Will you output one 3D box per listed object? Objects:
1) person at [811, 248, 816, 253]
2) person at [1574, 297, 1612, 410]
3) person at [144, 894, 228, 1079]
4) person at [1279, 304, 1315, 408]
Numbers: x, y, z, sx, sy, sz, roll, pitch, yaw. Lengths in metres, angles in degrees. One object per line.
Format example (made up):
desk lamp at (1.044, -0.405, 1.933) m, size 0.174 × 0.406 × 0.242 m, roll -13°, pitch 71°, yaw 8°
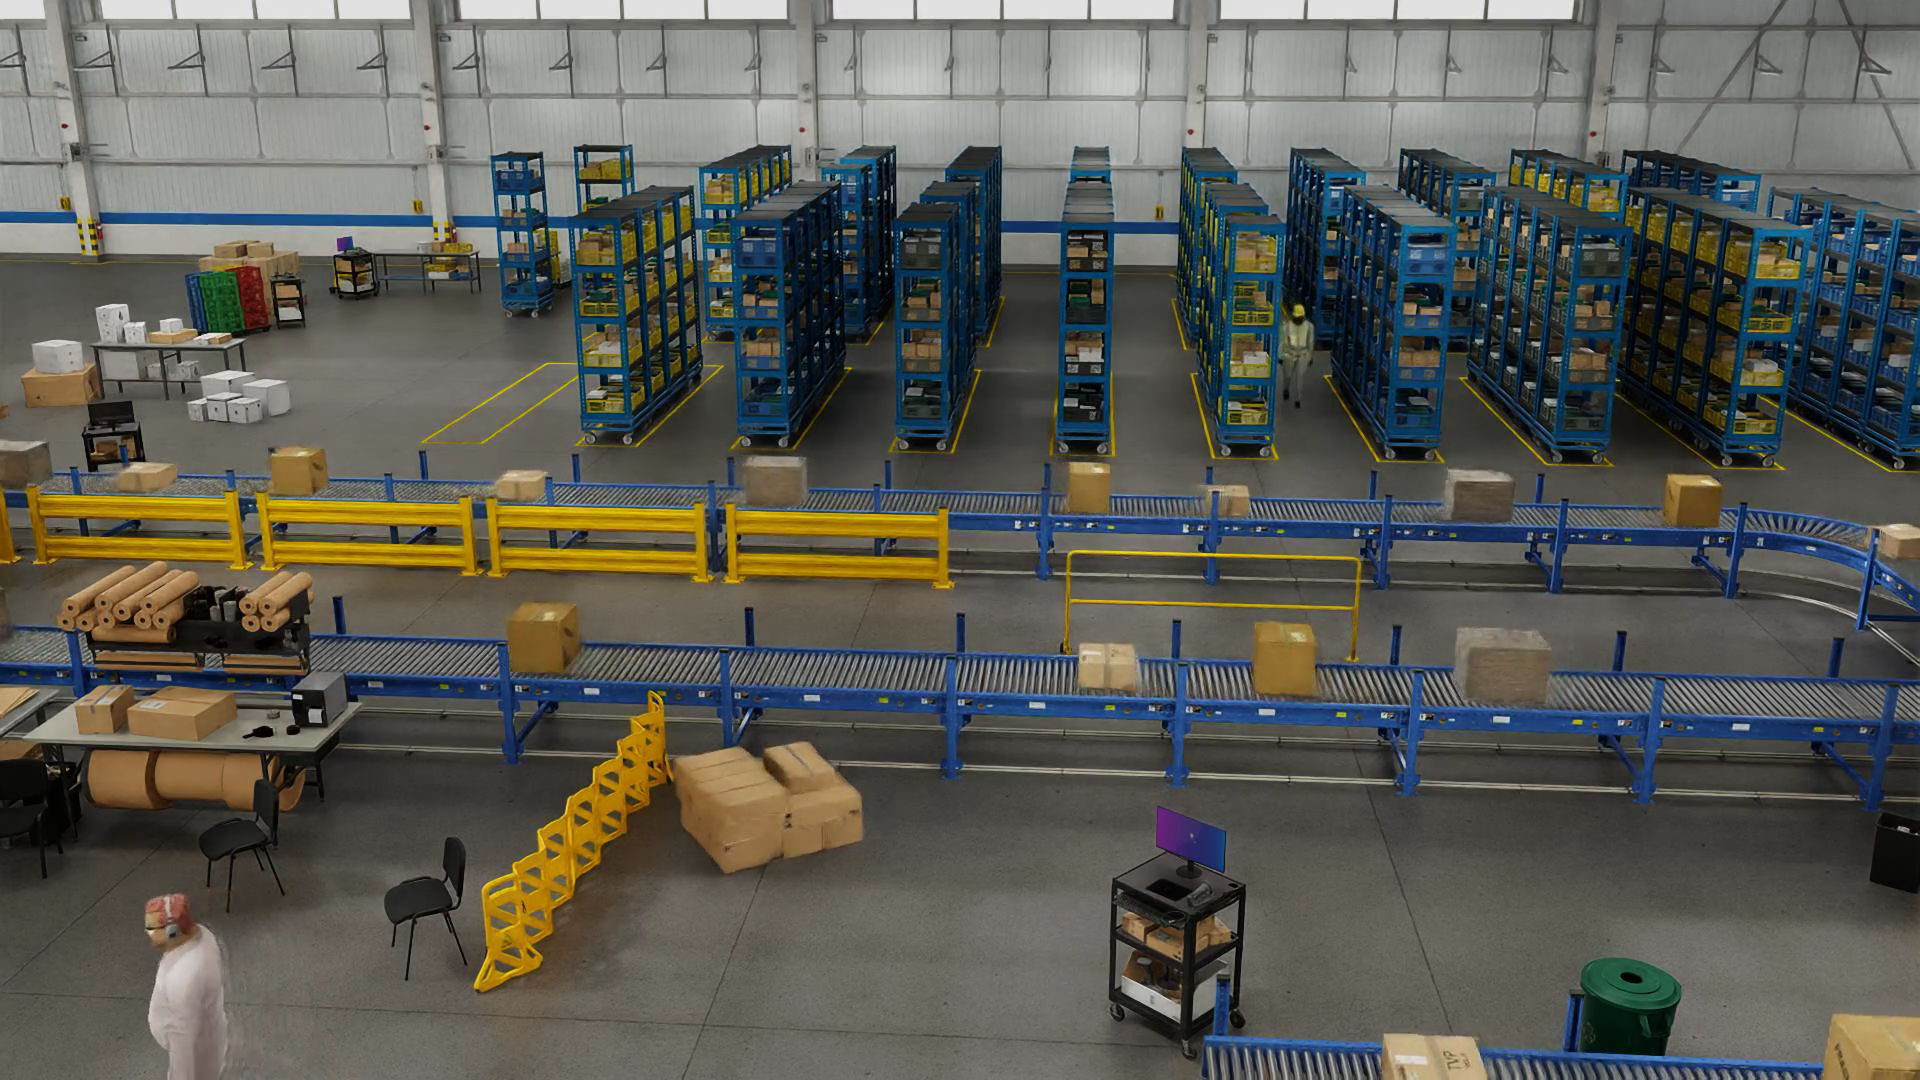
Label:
person at (-3.490, -6.724, 39.866) m, size 0.387 × 1.849 × 0.566 m, roll -2°, pitch 18°, yaw -6°
person at (10.891, -3.252, 28.693) m, size 0.644 × 1.960 × 0.916 m, roll 2°, pitch 18°, yaw 6°
person at (-4.331, 2.859, 9.402) m, size 0.443 × 1.893 × 0.651 m, roll -7°, pitch 19°, yaw -21°
person at (5.811, -3.196, 28.734) m, size 0.607 × 1.819 × 0.499 m, roll 1°, pitch 18°, yaw 4°
